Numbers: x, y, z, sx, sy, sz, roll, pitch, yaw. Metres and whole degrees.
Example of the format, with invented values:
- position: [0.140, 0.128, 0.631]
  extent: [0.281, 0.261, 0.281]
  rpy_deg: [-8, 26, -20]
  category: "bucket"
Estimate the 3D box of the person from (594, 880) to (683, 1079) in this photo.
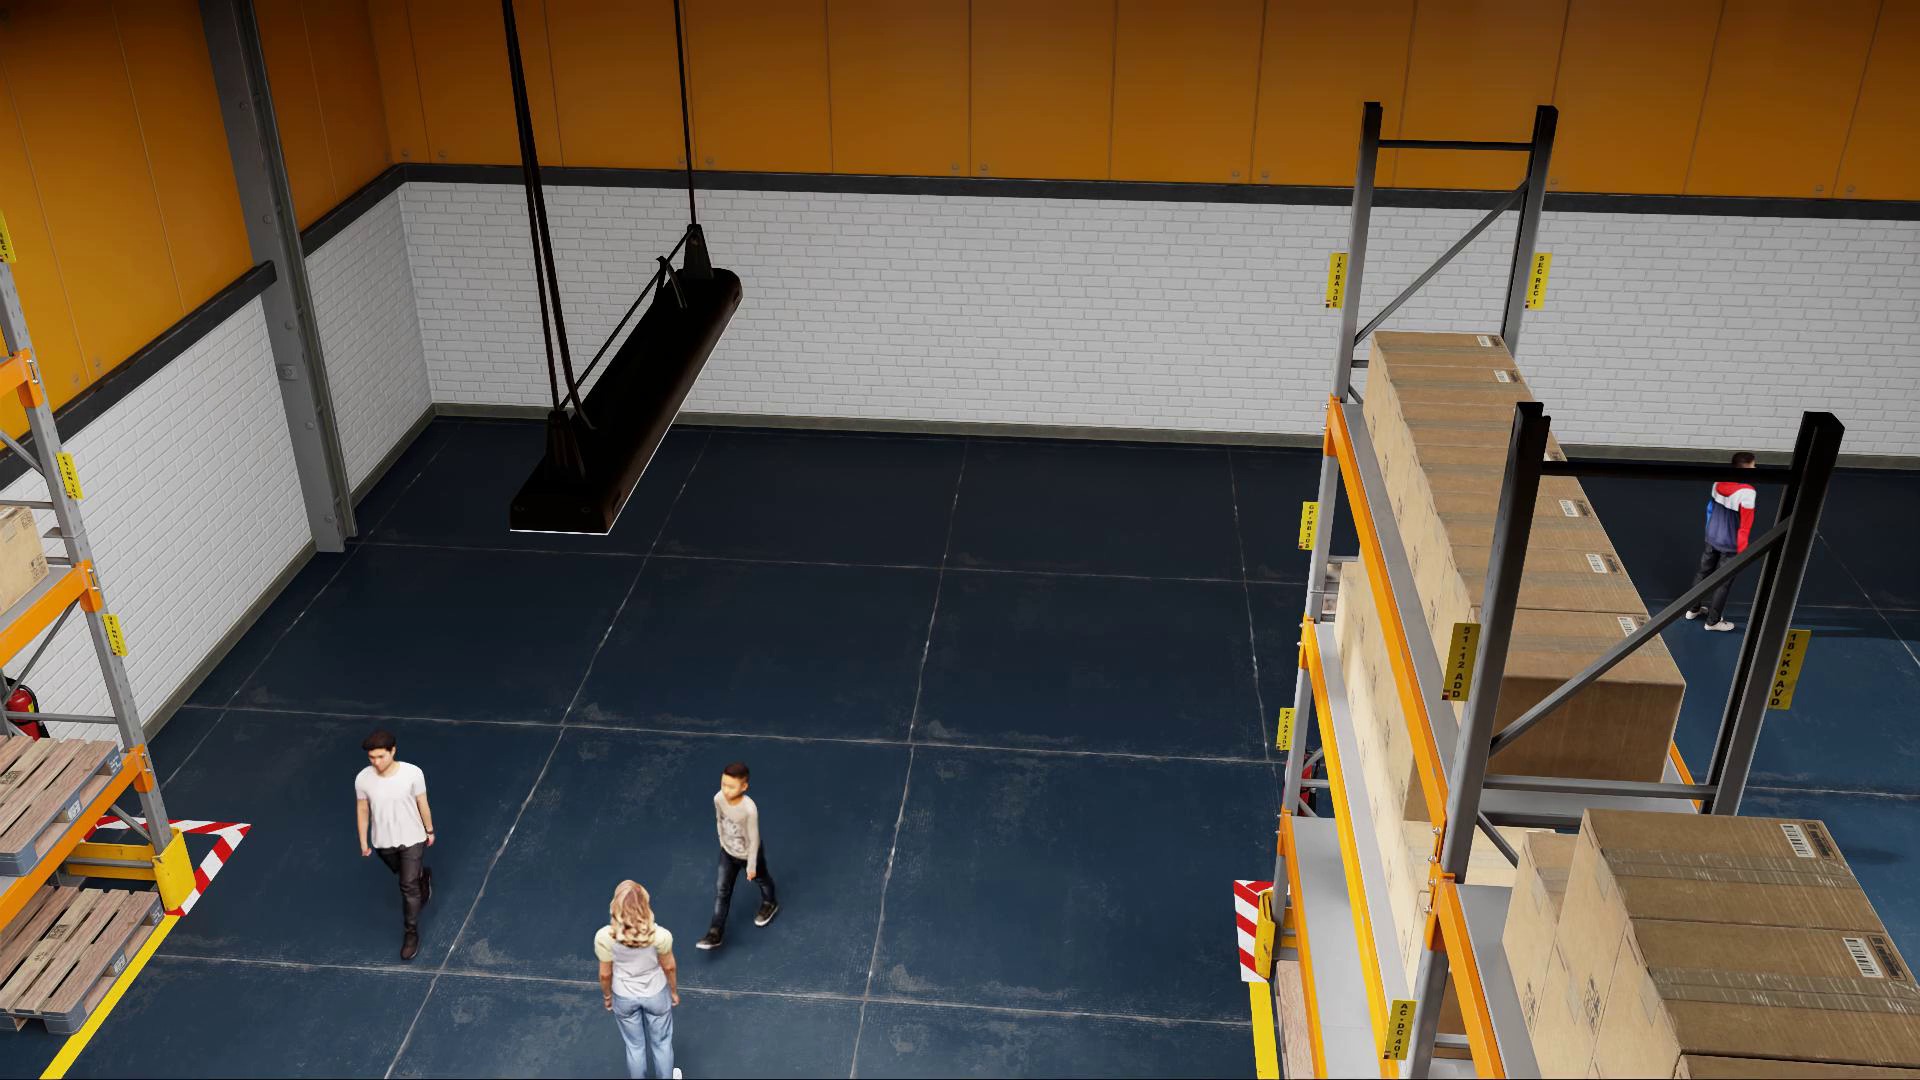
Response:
- position: [-1.958, 2.797, 10.223]
  extent: [0.671, 1.723, 0.610]
  rpy_deg: [-3, 29, -6]
  category: "person"

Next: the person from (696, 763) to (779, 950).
- position: [-1.481, 2.153, 11.709]
  extent: [0.812, 1.430, 1.066]
  rpy_deg: [14, 32, 24]
  category: "person"

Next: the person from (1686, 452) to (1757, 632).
- position: [7.040, -0.007, 15.327]
  extent: [0.772, 1.756, 0.631]
  rpy_deg: [-10, 30, -17]
  category: "person"

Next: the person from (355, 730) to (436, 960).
- position: [-3.923, 2.020, 11.683]
  extent: [0.723, 1.688, 1.108]
  rpy_deg: [0, 29, -1]
  category: "person"
